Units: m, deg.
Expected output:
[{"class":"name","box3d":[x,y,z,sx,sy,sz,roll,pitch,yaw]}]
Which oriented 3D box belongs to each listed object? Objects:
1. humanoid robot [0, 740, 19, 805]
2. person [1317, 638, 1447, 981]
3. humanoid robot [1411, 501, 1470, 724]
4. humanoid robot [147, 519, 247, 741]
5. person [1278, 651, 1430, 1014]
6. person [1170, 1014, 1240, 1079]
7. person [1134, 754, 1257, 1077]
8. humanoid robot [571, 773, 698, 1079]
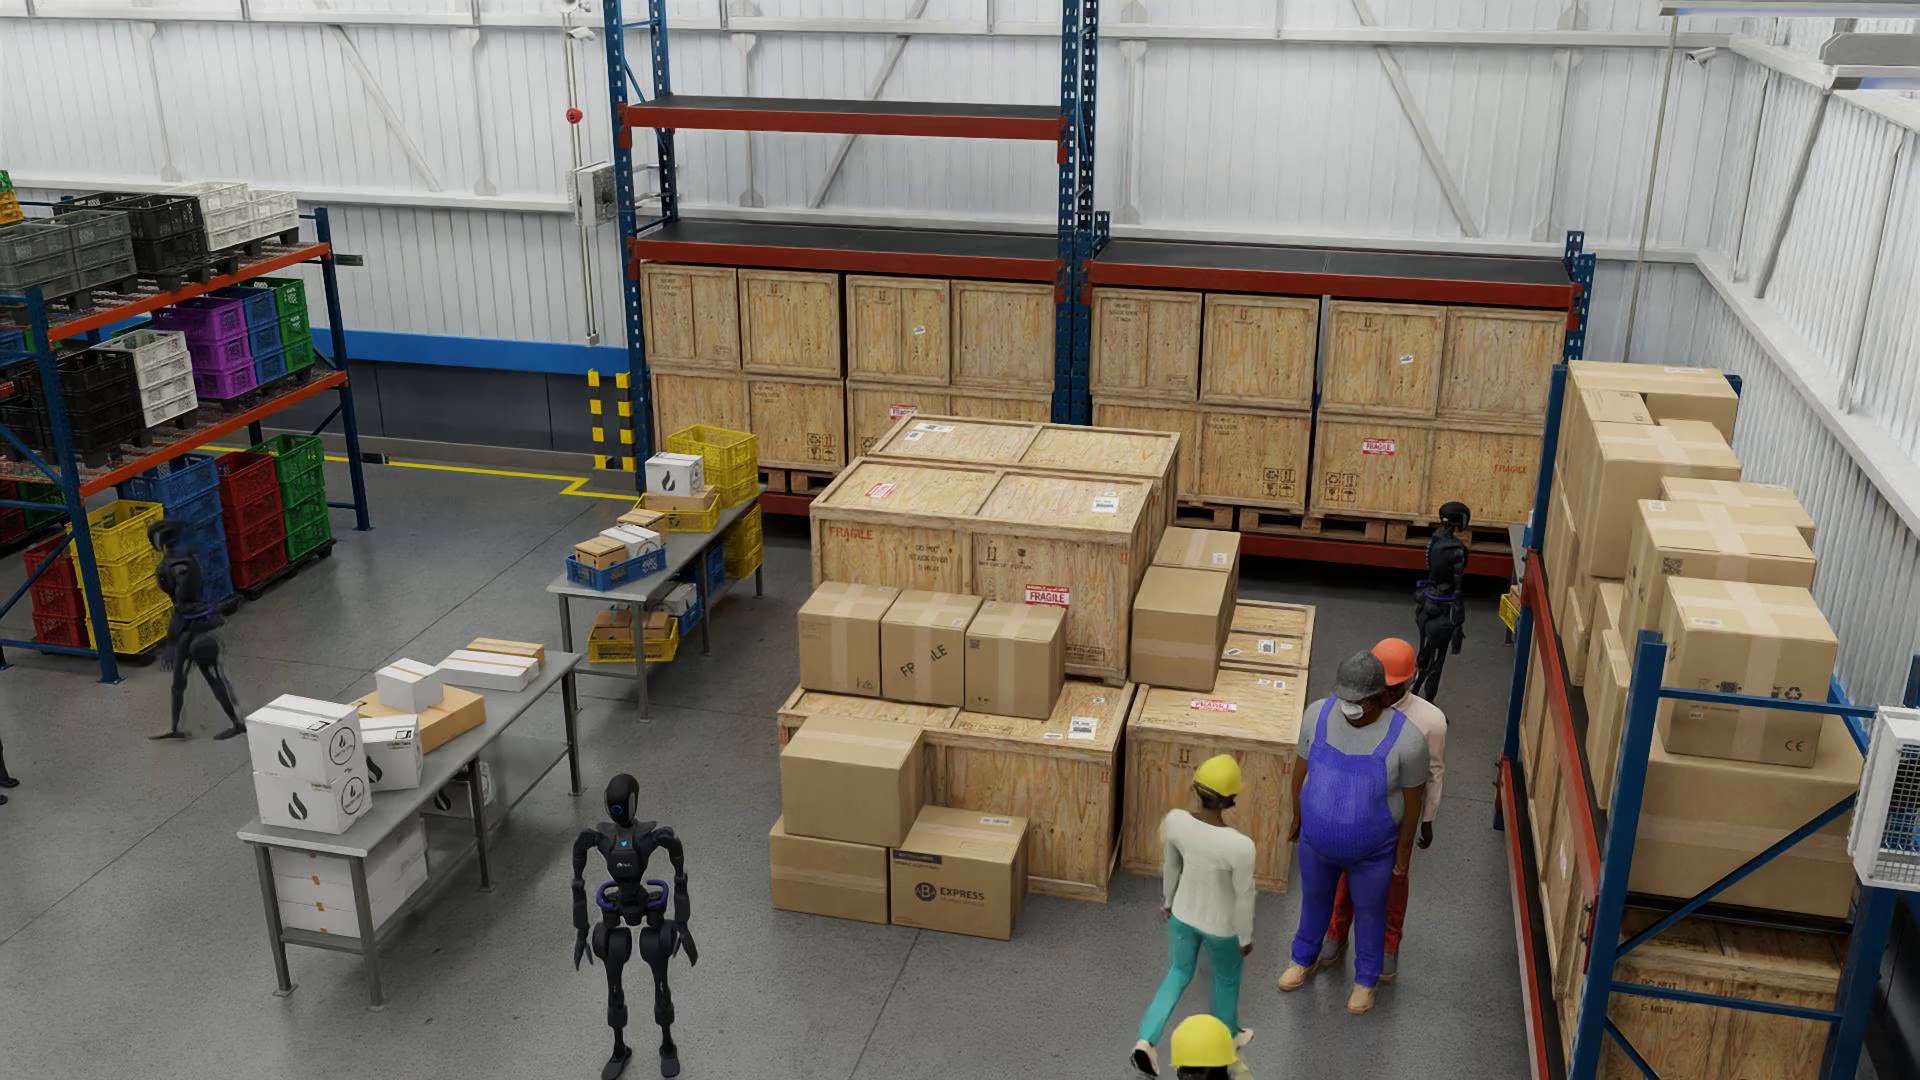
[{"class":"humanoid robot","box3d":[-6.398,0.912,10.663,0.314,1.661,0.608,-3,21,-8]},{"class":"person","box3d":[2.237,1.430,8.893,0.622,1.989,0.397,10,23,25]},{"class":"humanoid robot","box3d":[3.395,0.503,11.759,0.327,1.655,0.582,-2,21,-4]},{"class":"humanoid robot","box3d":[-5.331,0.652,11.400,0.699,1.631,0.565,-17,27,-38]},{"class":"person","box3d":[2.007,1.509,8.619,0.687,2.000,0.536,13,24,31]},{"class":"person","box3d":[0.810,2.614,5.962,0.368,1.879,0.689,0,21,0]},{"class":"person","box3d":[1.185,1.853,8.146,0.533,1.740,0.746,18,27,38]},{"class":"humanoid robot","box3d":[-1.589,1.890,8.108,0.609,1.657,0.314,-2,21,-4]}]
